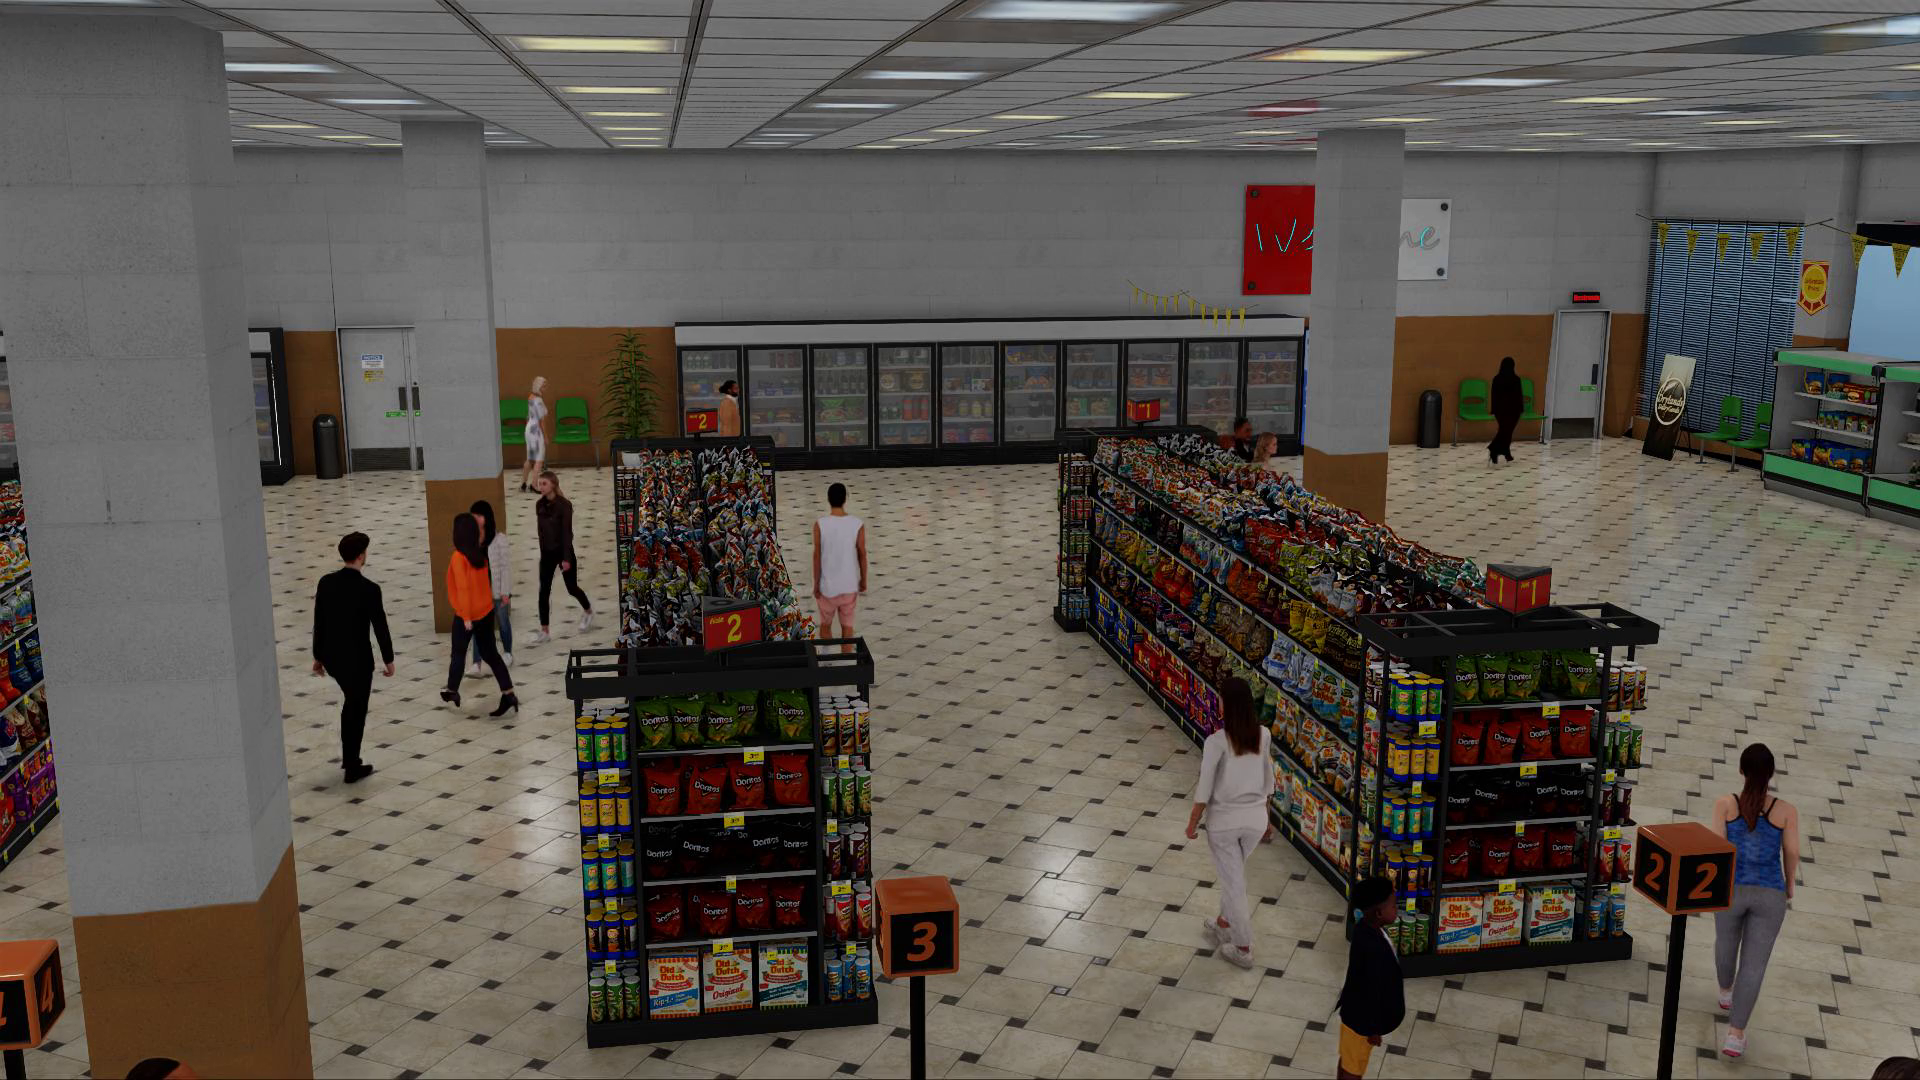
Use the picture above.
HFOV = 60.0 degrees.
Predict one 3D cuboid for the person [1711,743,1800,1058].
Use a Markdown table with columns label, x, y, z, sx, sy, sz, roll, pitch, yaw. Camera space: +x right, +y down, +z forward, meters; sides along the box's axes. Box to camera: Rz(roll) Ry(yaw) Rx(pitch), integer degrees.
| label | x | y | z | sx | sy | sz | roll | pitch | yaw |
| --- | --- | --- | --- | --- | --- | --- | --- | --- | --- |
| person | 4.038 | 1.861 | 8.510 | 1.001 | 1.571 | 1.096 | 7 | 14 | 31 |

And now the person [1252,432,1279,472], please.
| label | x | y | z | sx | sy | sz | roll | pitch | yaw |
| --- | --- | --- | --- | --- | --- | --- | --- | --- | --- |
| person | 3.141 | -0.273 | 18.101 | 0.942 | 1.795 | 1.031 | 4 | 12 | 18 |

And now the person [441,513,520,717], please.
| label | x | y | z | sx | sy | sz | roll | pitch | yaw |
| --- | --- | --- | --- | --- | --- | --- | --- | --- | --- |
| person | -3.995 | 0.660 | 13.897 | 0.995 | 1.703 | 1.053 | 2 | 12 | 9 |

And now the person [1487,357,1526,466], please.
| label | x | y | z | sx | sy | sz | roll | pitch | yaw |
| --- | --- | --- | --- | --- | --- | --- | --- | --- | --- |
| person | 8.708 | -2.025 | 26.607 | 0.976 | 1.719 | 1.096 | -7 | 14 | -31 |

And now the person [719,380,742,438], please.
| label | x | y | z | sx | sy | sz | roll | pitch | yaw |
| --- | --- | --- | --- | --- | --- | --- | --- | --- | --- |
| person | -3.312 | -1.382 | 23.482 | 0.769 | 1.749 | 0.633 | 0 | 12 | -1 |

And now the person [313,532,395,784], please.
| label | x | y | z | sx | sy | sz | roll | pitch | yaw |
| --- | --- | --- | --- | --- | --- | --- | --- | --- | --- |
| person | -4.584 | 0.901 | 12.353 | 0.828 | 1.867 | 0.815 | 3 | 12 | 12 |

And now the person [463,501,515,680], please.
| label | x | y | z | sx | sy | sz | roll | pitch | yaw |
| --- | --- | --- | --- | --- | --- | --- | --- | --- | --- |
| person | -4.244 | 0.446 | 15.169 | 0.855 | 1.596 | 1.133 | 2 | 12 | 8 |

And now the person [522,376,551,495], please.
| label | x | y | z | sx | sy | sz | roll | pitch | yaw |
| --- | --- | --- | --- | --- | --- | --- | --- | --- | --- |
| person | -6.232 | -1.522 | 24.218 | 0.726 | 1.720 | 0.897 | 10 | 16 | 40 |

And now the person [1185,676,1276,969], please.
| label | x | y | z | sx | sy | sz | roll | pitch | yaw |
| --- | --- | --- | --- | --- | --- | --- | --- | --- | --- |
| person | 1.617 | 1.618 | 9.420 | 0.753 | 1.672 | 0.871 | -6 | 13 | -27 |

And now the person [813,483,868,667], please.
| label | x | y | z | sx | sy | sz | roll | pitch | yaw |
| --- | --- | --- | --- | --- | --- | --- | --- | --- | --- |
| person | -1.091 | 0.415 | 14.946 | 0.663 | 1.750 | 0.973 | -2 | 12 | -9 |

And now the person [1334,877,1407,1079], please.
| label | x | y | z | sx | sy | sz | roll | pitch | yaw |
| --- | --- | --- | --- | --- | --- | --- | --- | --- | --- |
| person | 1.873 | 2.173 | 7.772 | 0.635 | 1.265 | 0.538 | 1 | 12 | 6 |

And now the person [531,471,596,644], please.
| label | x | y | z | sx | sy | sz | roll | pitch | yaw |
| --- | --- | --- | --- | --- | --- | --- | --- | --- | --- |
| person | -3.894 | 0.157 | 16.364 | 0.972 | 1.671 | 1.170 | 4 | 13 | 20 |
